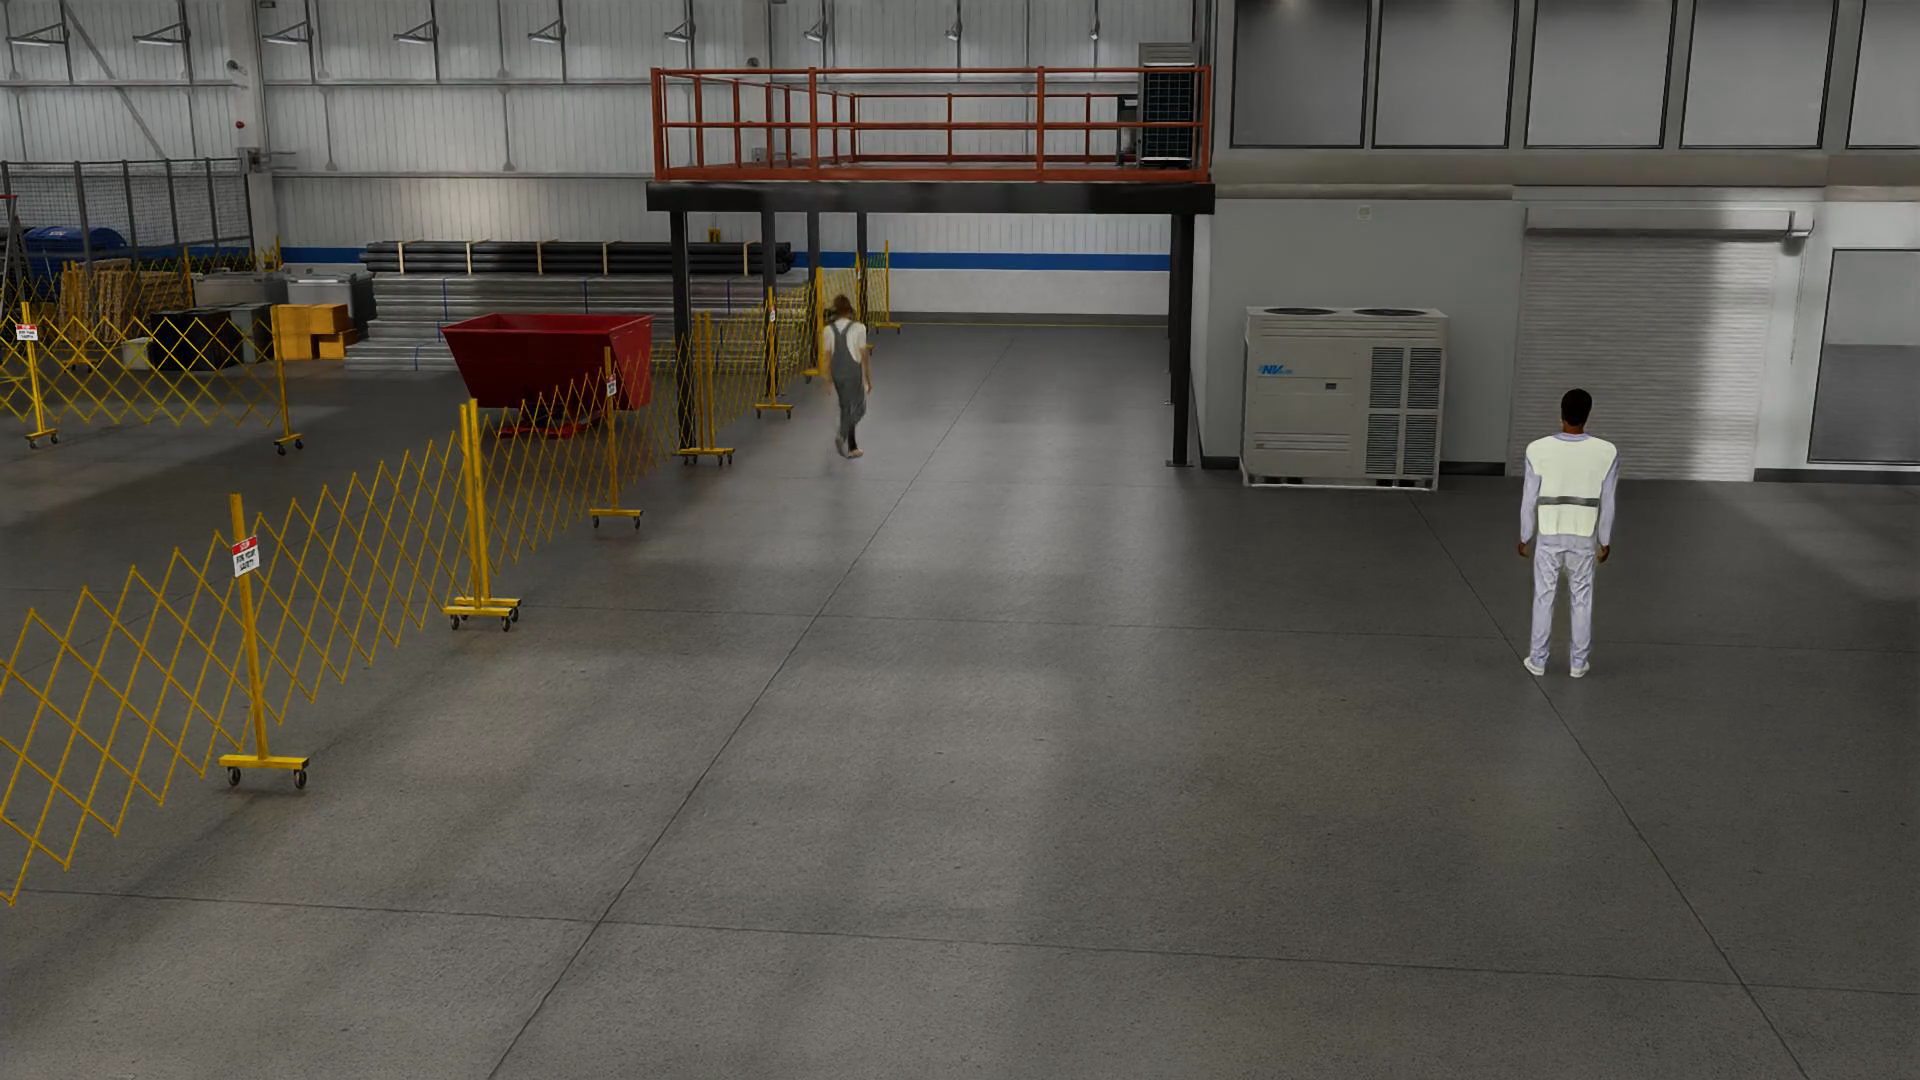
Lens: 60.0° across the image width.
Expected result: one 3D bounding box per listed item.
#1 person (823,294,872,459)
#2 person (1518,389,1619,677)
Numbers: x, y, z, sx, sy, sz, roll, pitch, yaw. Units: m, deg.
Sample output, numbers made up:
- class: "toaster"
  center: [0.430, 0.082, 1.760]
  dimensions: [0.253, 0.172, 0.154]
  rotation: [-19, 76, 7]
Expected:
- class: "person"
  center: [-1.254, -1.759, 18.184]
  dimensions: [0.556, 1.824, 0.561]
  rotation: [5, 15, 21]
- class: "person"
  center: [3.984, -0.036, 10.940]
  dimensions: [0.587, 1.920, 0.392]
  rotation: [4, 14, 15]
